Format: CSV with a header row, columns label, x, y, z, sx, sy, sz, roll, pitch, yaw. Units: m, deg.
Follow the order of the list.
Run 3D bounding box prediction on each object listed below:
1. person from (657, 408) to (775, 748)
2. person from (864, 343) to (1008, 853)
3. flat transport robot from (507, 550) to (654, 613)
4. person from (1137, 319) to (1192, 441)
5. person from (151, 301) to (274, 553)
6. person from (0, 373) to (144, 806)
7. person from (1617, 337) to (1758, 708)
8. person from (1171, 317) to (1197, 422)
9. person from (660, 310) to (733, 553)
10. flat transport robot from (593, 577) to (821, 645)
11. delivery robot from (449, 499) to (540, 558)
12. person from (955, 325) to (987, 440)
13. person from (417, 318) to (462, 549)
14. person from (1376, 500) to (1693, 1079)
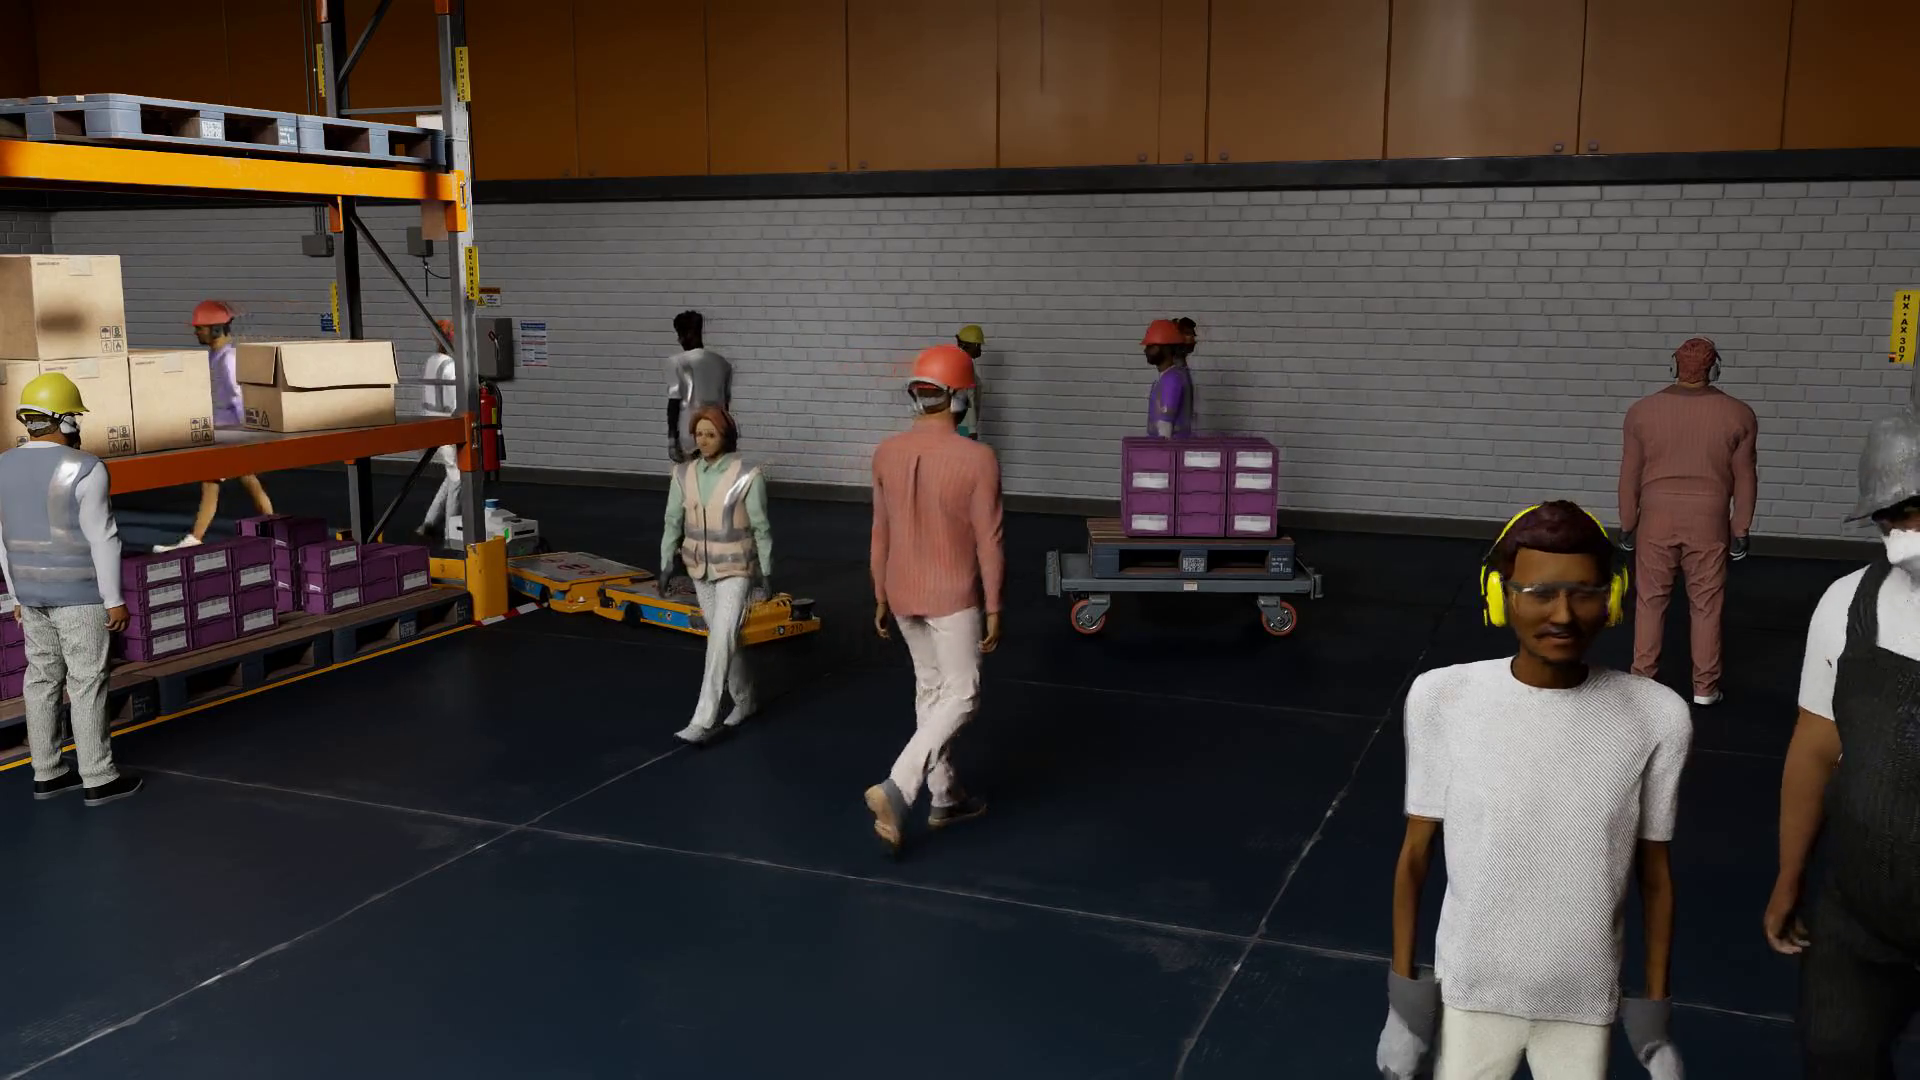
label,x,y,z,sx,sy,sz,roll,pitch,yaw
person,-1.187,0.171,7.934,0.541,1.587,0.849,4,10,25
person,-0.133,0.229,6.464,0.632,1.976,0.790,7,12,37
flat transport robot,-2.691,0.264,11.390,0.652,0.197,1.431,-7,12,-38
person,1.551,-0.605,11.751,0.938,1.908,0.542,-1,9,-4
person,-5.684,-0.807,12.669,1.036,1.993,0.632,-5,11,-29
person,-3.772,0.212,7.023,0.589,1.827,0.403,3,10,18
person,3.737,-0.088,8.578,0.653,1.906,0.408,4,10,24
person,1.718,-0.806,13.045,0.321,1.871,0.532,3,10,18
person,-2.090,-0.828,13.011,0.629,1.914,0.862,-7,12,-38
flat transport robot,-1.603,0.423,10.428,1.431,0.197,0.652,8,12,41
delivery robot,-3.425,-0.059,12.208,0.707,0.478,0.477,7,11,36
person,0.069,-0.979,14.429,0.327,1.760,0.523,-2,10,-11
person,-4.047,-0.831,13.218,0.426,1.866,0.611,-7,11,-35
person,1.050,0.852,3.020,0.560,1.867,0.314,2,10,13
